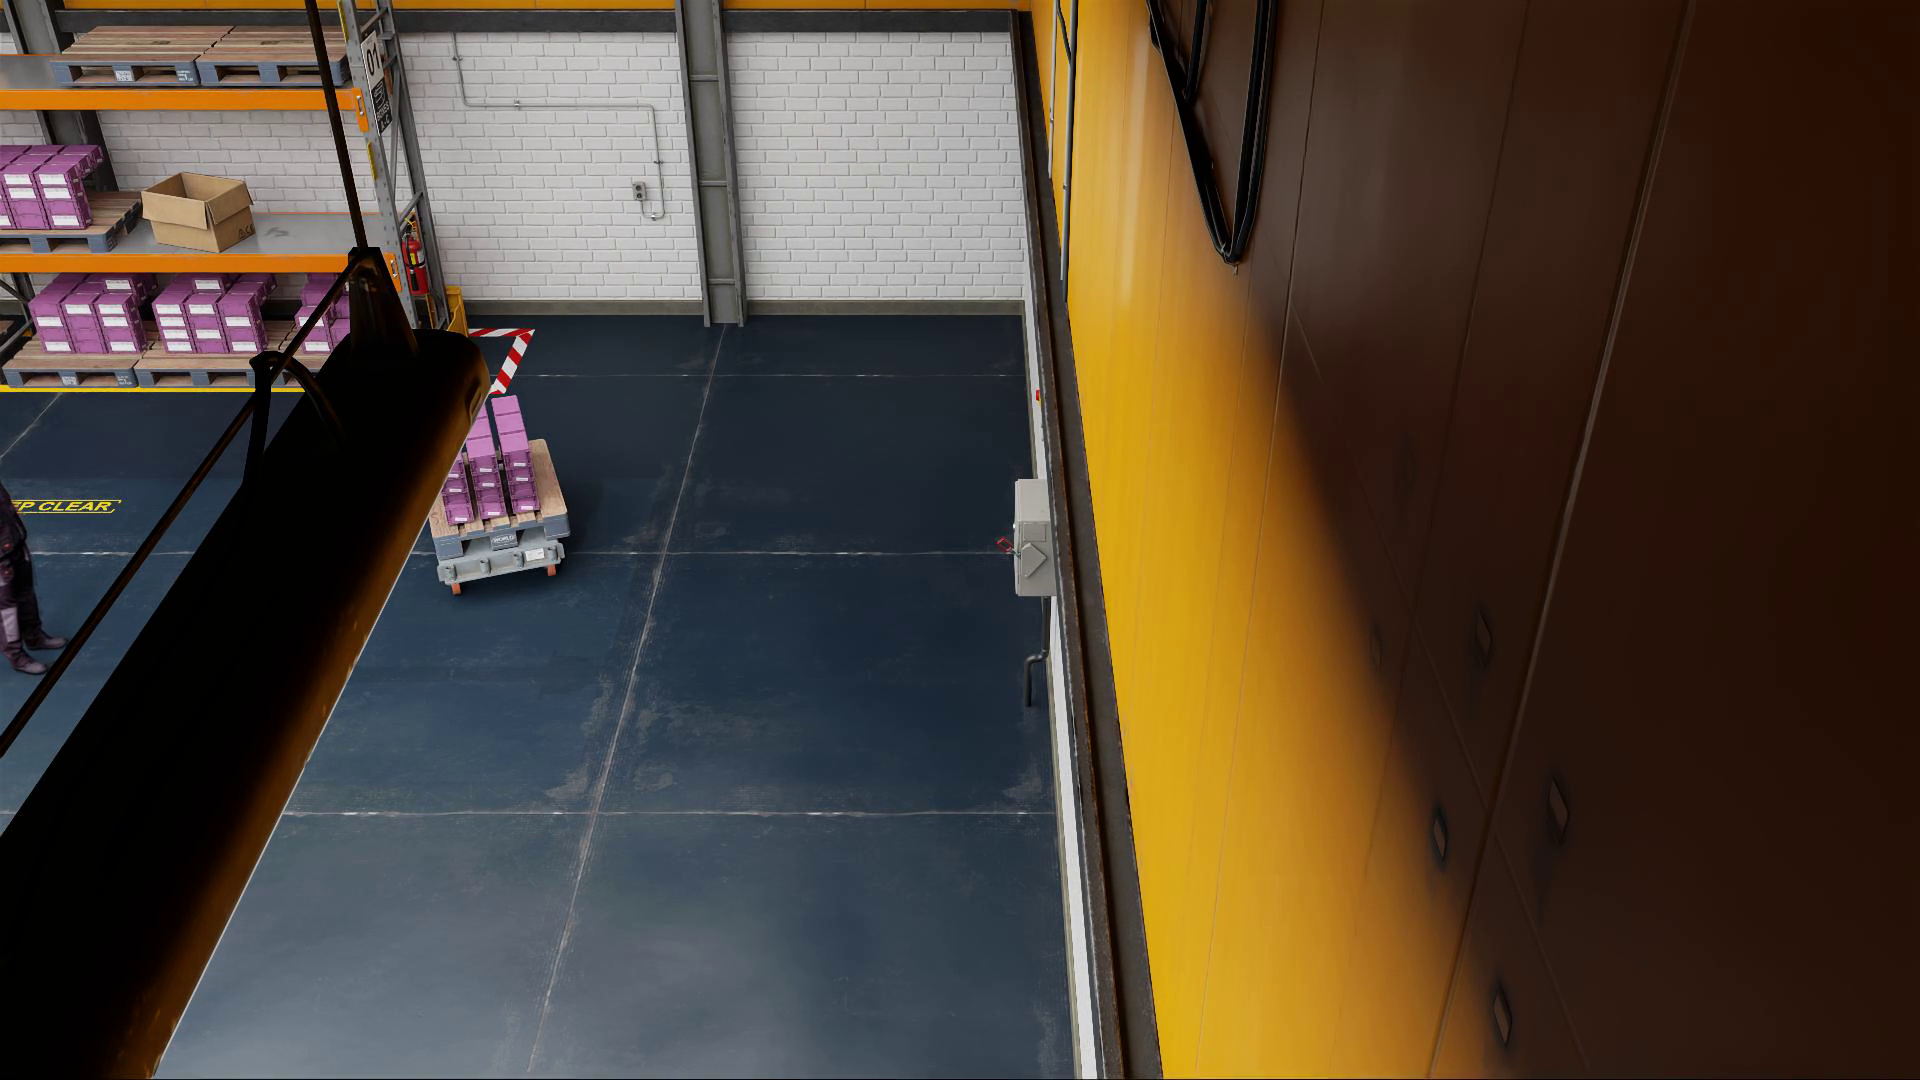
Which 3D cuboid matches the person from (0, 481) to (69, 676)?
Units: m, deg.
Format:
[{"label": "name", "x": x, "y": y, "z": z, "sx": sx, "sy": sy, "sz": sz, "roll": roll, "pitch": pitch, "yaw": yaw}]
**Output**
[{"label": "person", "x": -6.725, "y": 0.077, "z": 11.599, "sx": 0.577, "sy": 1.848, "sz": 0.660, "roll": 2, "pitch": 34, "yaw": 4}]
